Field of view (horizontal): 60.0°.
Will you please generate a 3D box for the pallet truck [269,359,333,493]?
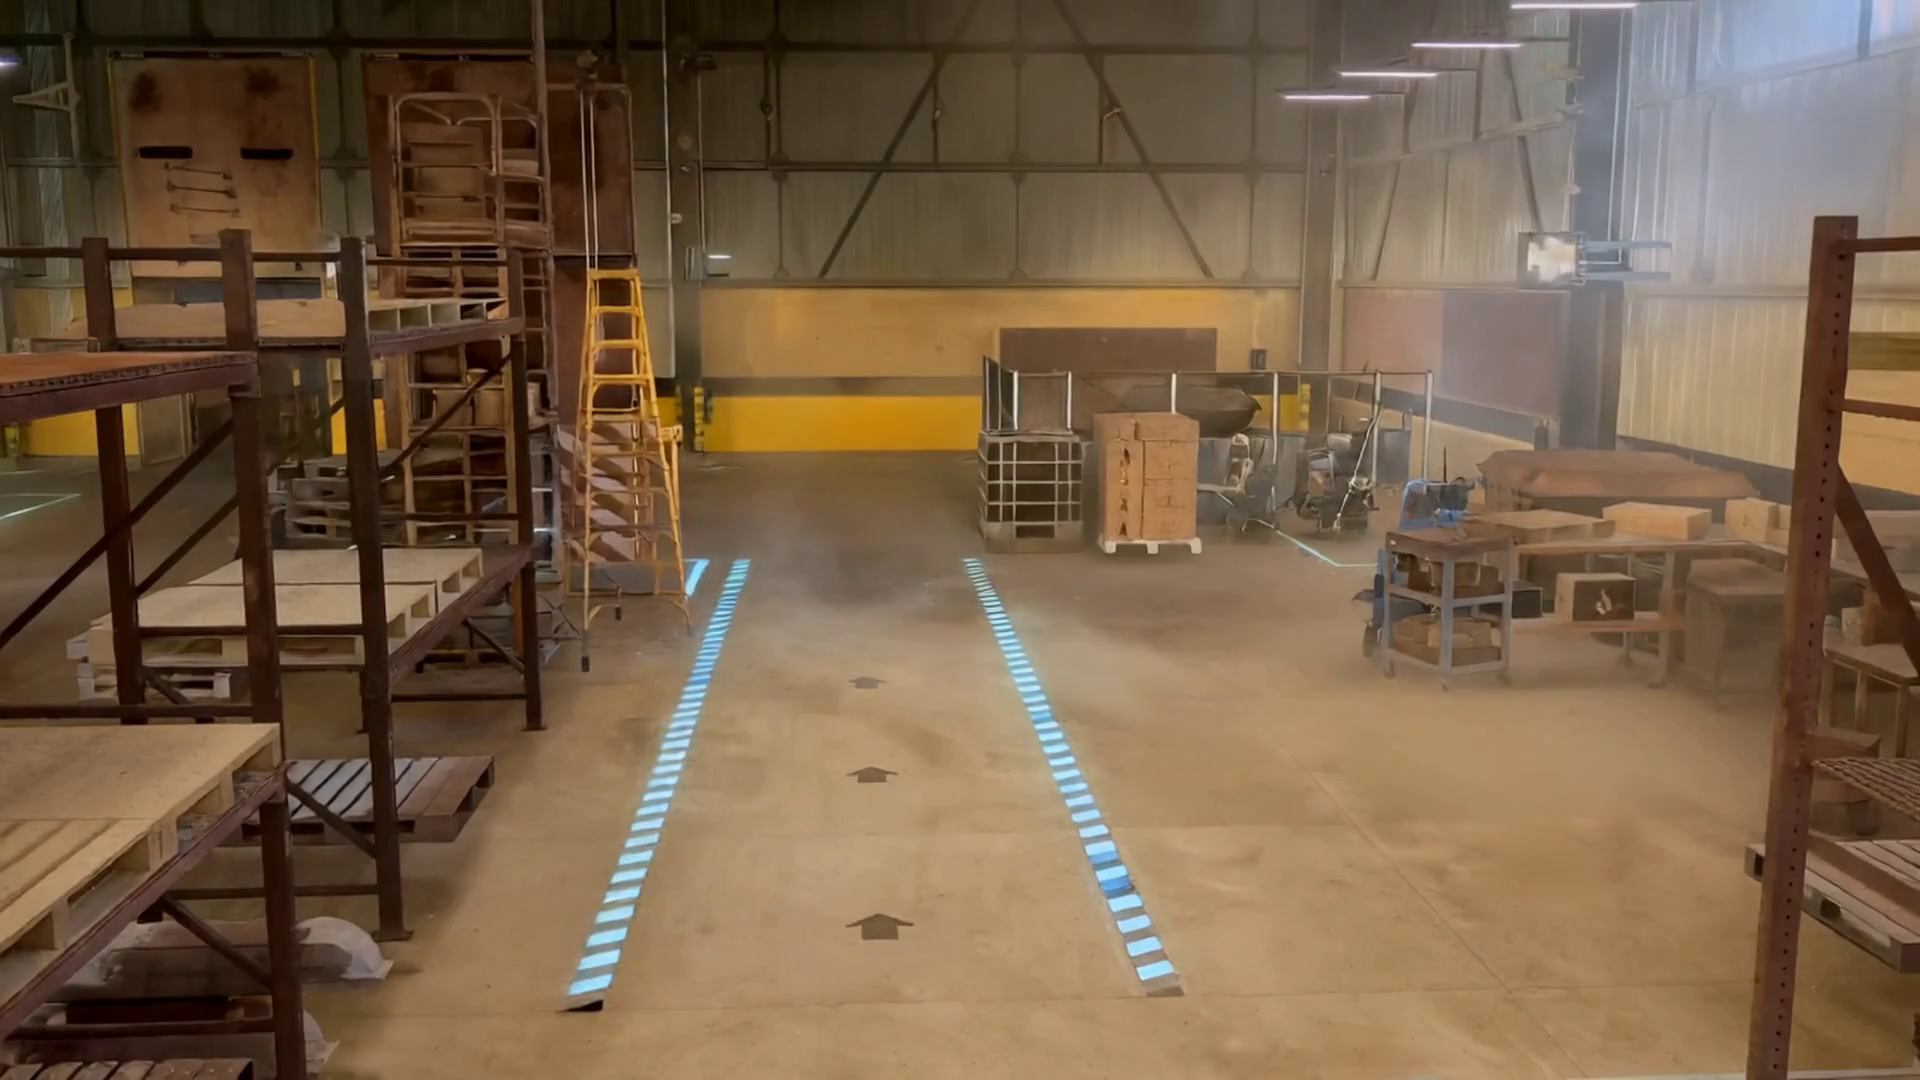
[{"bbox_3d":[-7.062,-1.131,18.996,1.885,1.965,0.823,2,9,13],"label":"pallet truck"}]
